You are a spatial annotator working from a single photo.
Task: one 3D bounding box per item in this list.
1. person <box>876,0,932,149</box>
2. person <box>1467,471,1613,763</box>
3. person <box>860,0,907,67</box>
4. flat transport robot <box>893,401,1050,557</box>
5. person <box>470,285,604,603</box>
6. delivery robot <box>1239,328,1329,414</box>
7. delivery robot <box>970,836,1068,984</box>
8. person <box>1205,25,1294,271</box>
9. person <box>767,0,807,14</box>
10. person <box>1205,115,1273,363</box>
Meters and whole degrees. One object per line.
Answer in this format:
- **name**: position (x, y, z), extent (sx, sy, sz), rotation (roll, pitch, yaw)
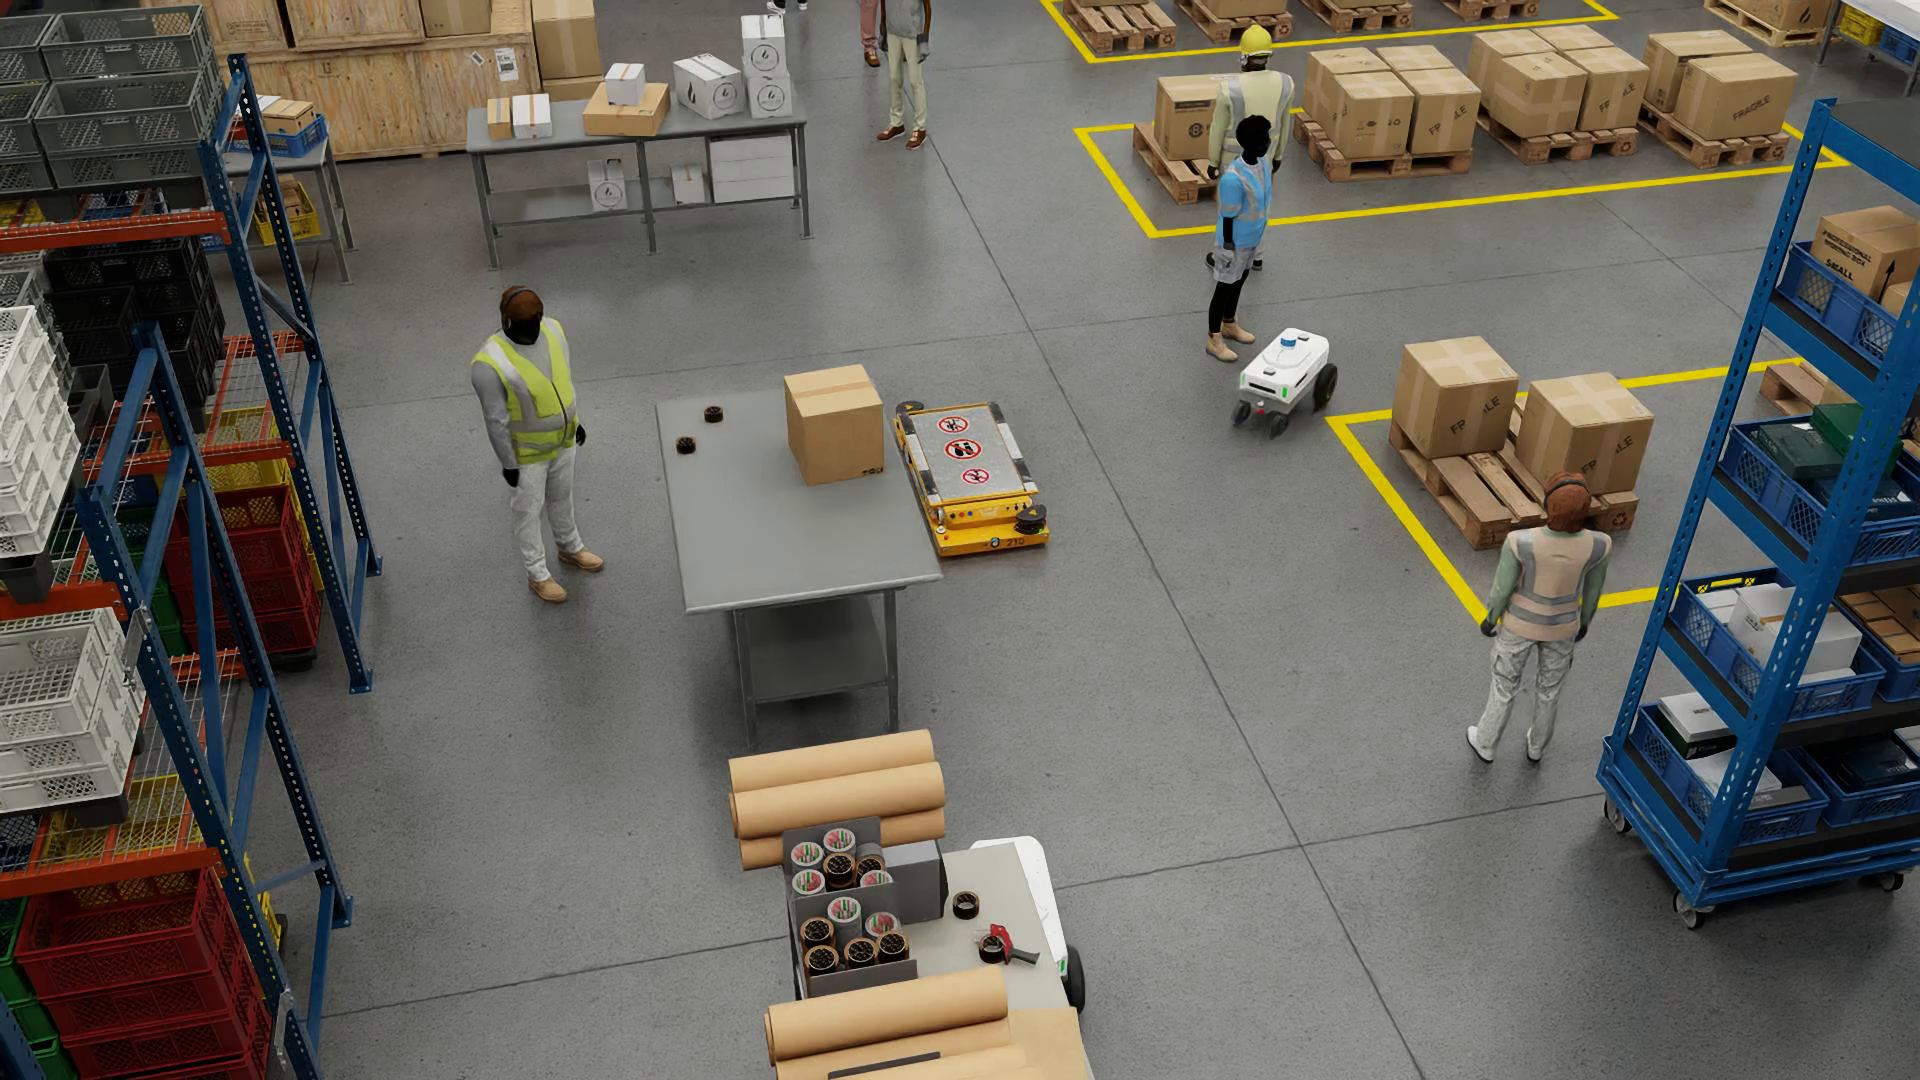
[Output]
- **person**: position (-0.474, -4.204, 13.846), extent (0.526, 1.876, 0.324), rotation (22, 42, 27)
- **person**: position (2.728, 0.395, 7.858), extent (0.513, 1.642, 0.311), rotation (2, 37, 3)
- **person**: position (-0.724, -5.351, 15.374), extent (0.647, 1.900, 0.402), rotation (-17, 40, -21)
- **flat transport robot**: position (0.046, -0.430, 10.108), extent (0.652, 0.197, 1.431), rotation (-8, 37, -10)
- **person**: position (-2.250, -0.531, 8.942), extent (0.430, 1.839, 0.619), rotation (19, 41, 24)
- **delivery robot**: position (2.089, -1.103, 10.701), extent (0.477, 0.478, 0.707), rotation (21, 42, 26)
- **delivery robot**: position (0.235, 1.591, 7.081), extent (0.477, 0.478, 0.707), rotation (-5, 37, -6)
- **person**: position (2.061, -2.792, 11.994), extent (0.595, 1.825, 0.403), rotation (-9, 38, -12)
- **person**: position (-1.766, -6.220, 16.519), extent (0.587, 1.922, 0.392), rotation (-16, 39, -20)
- **person**: position (1.871, -2.014, 11.050), extent (0.316, 1.695, 0.542), rotation (21, 41, 26)
